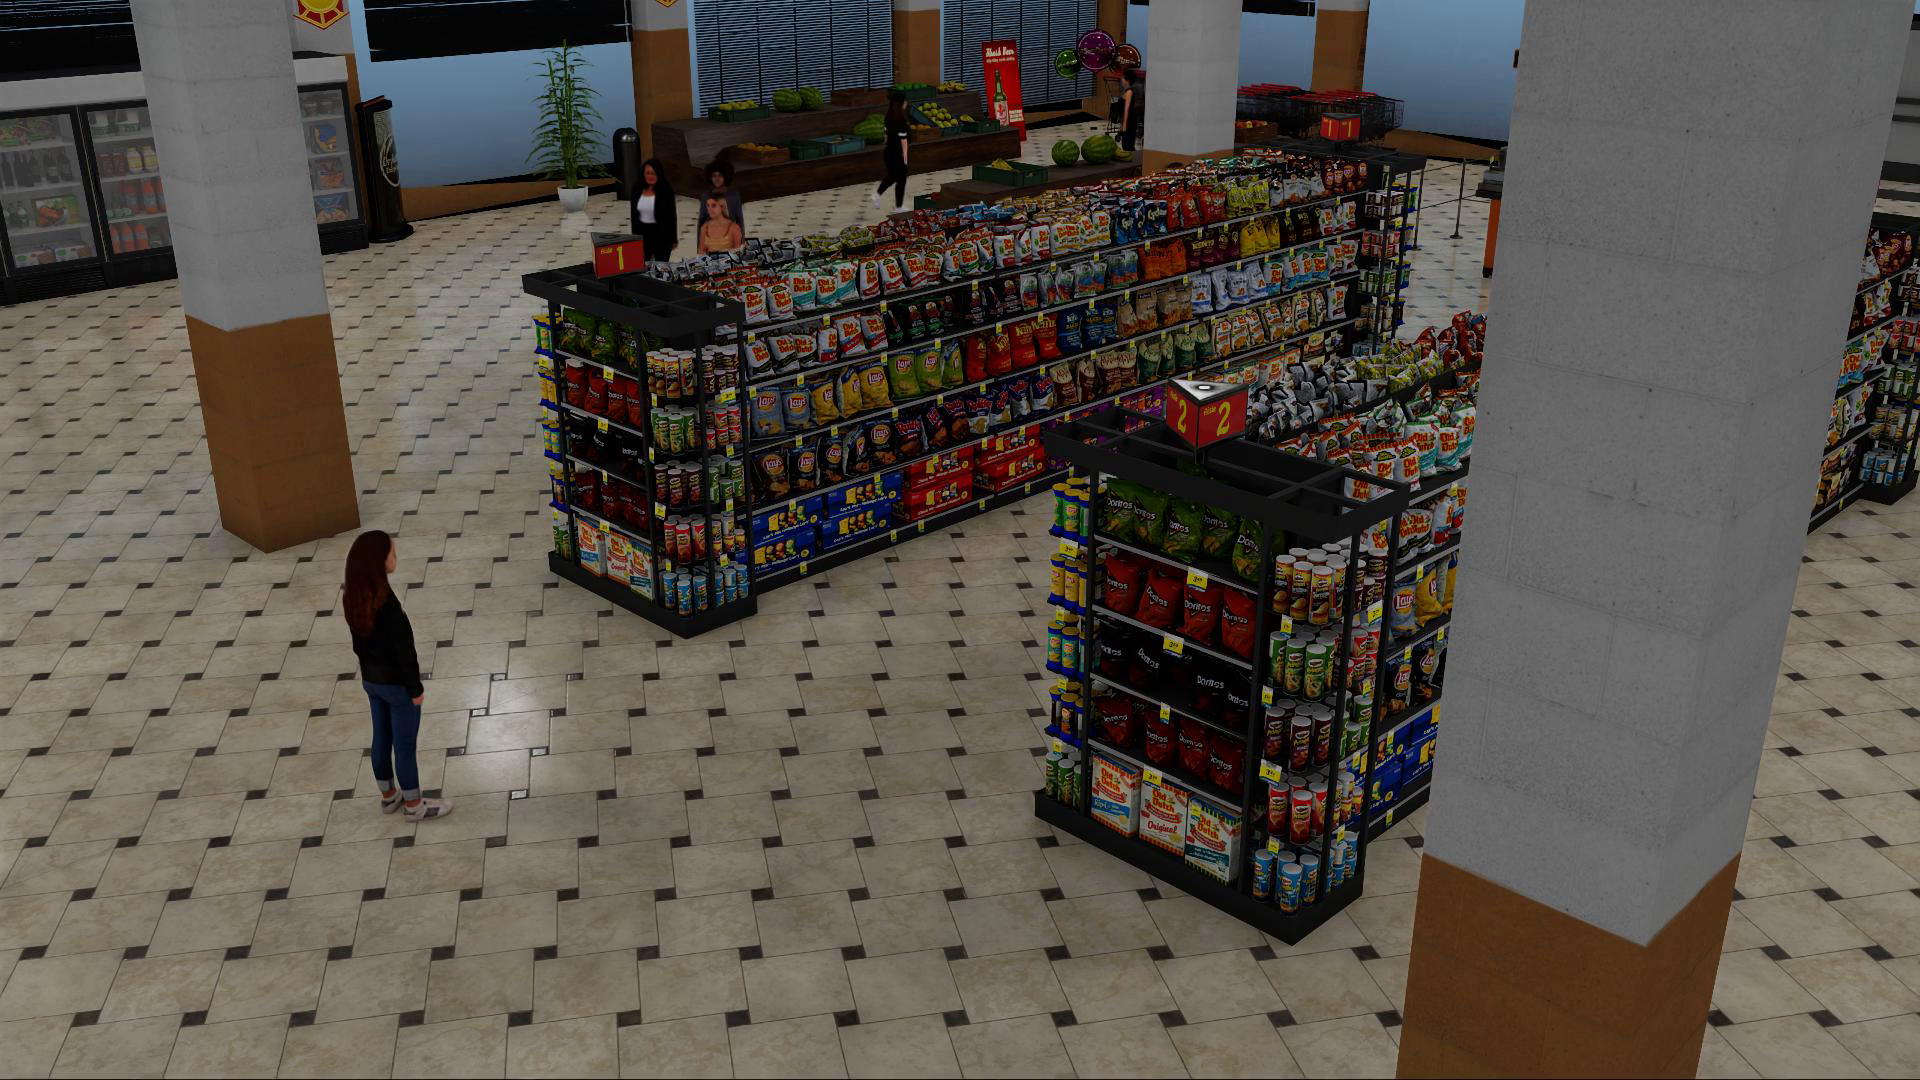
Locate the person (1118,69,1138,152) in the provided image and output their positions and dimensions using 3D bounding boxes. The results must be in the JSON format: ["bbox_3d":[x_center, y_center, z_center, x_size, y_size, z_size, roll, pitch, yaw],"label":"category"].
[{"bbox_3d":[2.551,-6.271,25.057,0.723,1.602,0.613,5,23,13],"label":"person"}]

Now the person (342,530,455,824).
[{"bbox_3d":[-2.742,0.656,7.977,0.594,1.485,0.552,15,26,32],"label":"person"}]

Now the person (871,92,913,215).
[{"bbox_3d":[-0.919,-5.119,22.164,0.880,1.622,0.657,-17,27,-36],"label":"person"}]

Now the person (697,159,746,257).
[{"bbox_3d":[-2.376,-2.956,16.723,1.045,1.666,1.170,2,22,5],"label":"person"}]

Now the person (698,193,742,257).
[{"bbox_3d":[-2.165,-2.424,15.464,0.699,1.617,0.728,8,23,18],"label":"person"}]

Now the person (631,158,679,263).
[{"bbox_3d":[-3.183,-3.198,17.407,0.791,1.605,0.836,2,22,5],"label":"person"}]
